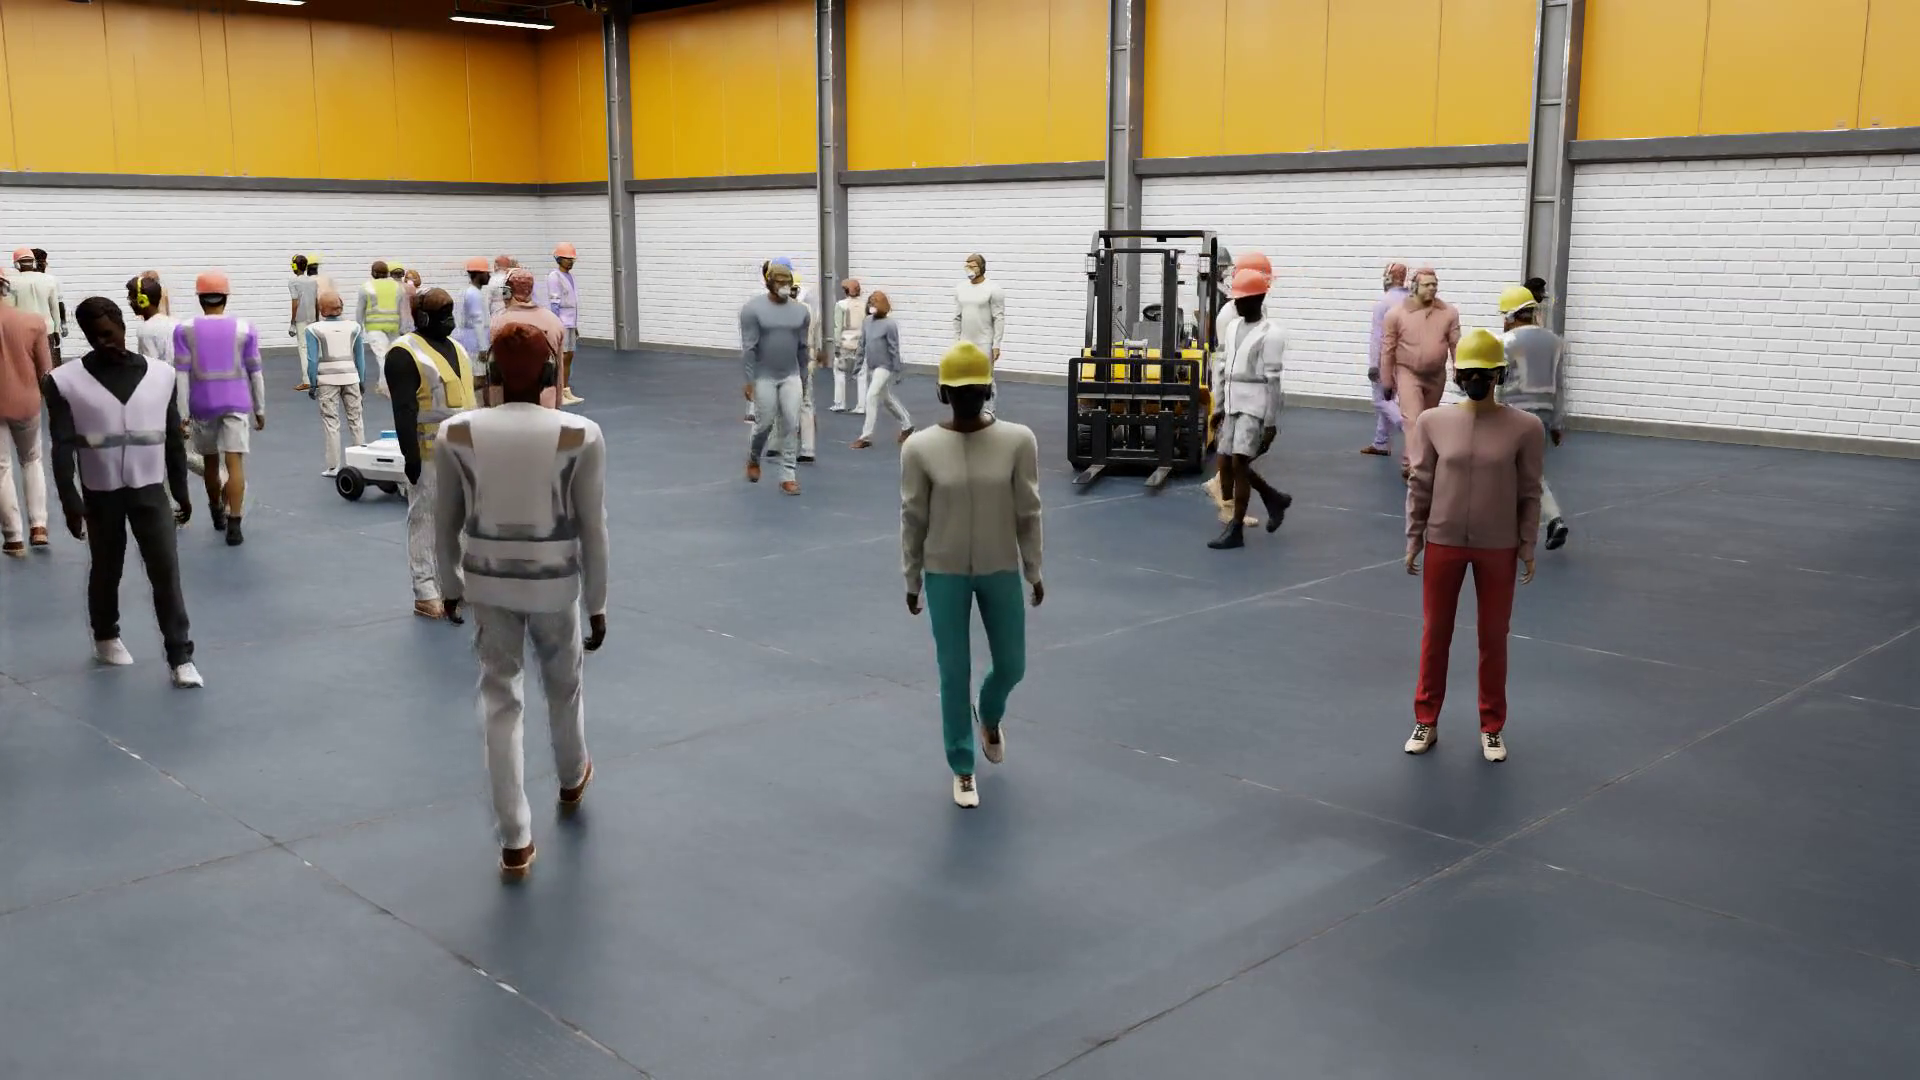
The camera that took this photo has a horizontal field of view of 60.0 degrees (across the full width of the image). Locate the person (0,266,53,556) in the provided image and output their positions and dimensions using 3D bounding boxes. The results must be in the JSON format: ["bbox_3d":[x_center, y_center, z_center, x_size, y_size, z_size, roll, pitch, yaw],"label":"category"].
[{"bbox_3d":[-6.399,-0.881,11.092,0.653,1.980,0.522,-9,13,-39],"label":"person"}]

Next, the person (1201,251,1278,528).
[{"bbox_3d":[2.035,-1.082,12.139,0.606,2.023,0.642,9,14,40],"label":"person"}]

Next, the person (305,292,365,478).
[{"bbox_3d":[-5.502,-1.366,14.697,0.514,1.636,0.315,-9,14,-40],"label":"person"}]

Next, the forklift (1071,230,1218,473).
[{"bbox_3d":[1.804,-1.825,15.677,1.214,2.155,2.313,2,11,13],"label":"forklift"}]

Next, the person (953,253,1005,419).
[{"bbox_3d":[0.192,-2.106,17.908,0.629,1.940,0.377,7,13,35],"label":"person"}]

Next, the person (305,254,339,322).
[{"bbox_3d":[-9.218,-3.173,23.937,1.020,1.874,0.586,7,12,33],"label":"person"}]

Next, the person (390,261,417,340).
[{"bbox_3d":[-8.032,-3.113,23.874,0.326,1.765,0.530,9,14,41],"label":"person"}]

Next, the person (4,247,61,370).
[{"bbox_3d":[-11.043,-2.480,19.816,0.392,1.986,0.609,9,14,42],"label":"person"}]

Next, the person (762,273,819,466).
[{"bbox_3d":[-1.614,-1.599,15.512,0.656,1.801,0.702,-8,13,-37],"label":"person"}]

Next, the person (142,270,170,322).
[{"bbox_3d":[-11.971,-3.229,24.911,0.685,1.622,0.526,4,11,19],"label":"person"}]

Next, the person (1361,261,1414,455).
[{"bbox_3d":[4.179,-1.717,15.935,0.657,1.883,0.702,-9,14,-41],"label":"person"}]

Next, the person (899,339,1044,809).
[{"bbox_3d":[0.040,0.111,6.310,0.551,1.750,0.470,-1,10,-6],"label":"person"}]

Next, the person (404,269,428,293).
[{"bbox_3d":[-8.025,-3.161,24.494,0.506,1.631,0.277,-2,11,-11],"label":"person"}]

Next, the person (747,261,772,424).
[{"bbox_3d":[-2.028,-2.214,18.749,0.868,1.835,0.530,1,10,7],"label":"person"}]

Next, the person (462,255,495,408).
[{"bbox_3d":[-5.320,-2.135,18.135,0.703,1.916,0.559,-2,11,-13],"label":"person"}]

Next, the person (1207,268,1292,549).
[{"bbox_3d":[2.021,-0.908,11.449,0.733,1.913,0.563,-5,12,-26],"label":"person"}]

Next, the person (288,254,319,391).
[{"bbox_3d":[-9.039,-2.991,22.926,0.310,1.868,0.532,5,11,24],"label":"person"}]

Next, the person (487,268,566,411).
[{"bbox_3d":[-3.009,-0.909,11.462,0.406,1.911,0.637,7,12,33],"label":"person"}]

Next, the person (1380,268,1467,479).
[{"bbox_3d":[3.926,-1.360,14.076,0.661,1.855,1.018,-2,11,-8],"label":"person"}]

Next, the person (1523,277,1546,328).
[{"bbox_3d":[6.013,-1.928,17.614,0.318,1.691,0.532,4,11,19],"label":"person"}]

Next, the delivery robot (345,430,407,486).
[{"bbox_3d":[-4.612,-0.642,13.445,0.707,0.478,0.477,5,12,26],"label":"delivery robot"}]

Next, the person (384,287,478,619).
[{"bbox_3d":[-2.928,-0.495,9.384,0.429,1.845,0.621,3,11,17],"label":"person"}]

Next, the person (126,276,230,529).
[{"bbox_3d":[-5.638,-0.977,12.007,0.685,1.848,0.553,0,10,2],"label":"person"}]

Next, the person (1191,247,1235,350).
[{"bbox_3d":[2.820,-2.201,18.146,0.665,2.000,0.696,6,12,31],"label":"person"}]

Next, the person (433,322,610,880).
[{"bbox_3d":[-1.507,0.165,5.788,0.600,1.833,0.965,-1,10,-7],"label":"person"}]

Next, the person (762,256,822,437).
[{"bbox_3d":[-1.780,-2.003,17.401,0.632,1.917,0.480,3,11,14],"label":"person"}]

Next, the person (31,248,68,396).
[{"bbox_3d":[-12.132,-2.869,22.006,0.600,1.960,0.374,-2,11,-9],"label":"person"}]

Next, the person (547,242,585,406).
[{"bbox_3d":[-4.934,-2.705,20.893,0.387,2.039,0.614,2,11,9],"label":"person"}]

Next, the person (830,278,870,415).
[{"bbox_3d":[-1.331,-2.314,19.890,0.548,1.614,0.637,-8,13,-36],"label":"person"}]

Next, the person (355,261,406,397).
[{"bbox_3d":[-7.655,-2.794,22.062,0.641,1.802,0.941,-10,14,-42],"label":"person"}]

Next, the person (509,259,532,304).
[{"bbox_3d":[-5.989,-2.963,22.915,0.673,1.808,0.625,0,10,-2],"label":"person"}]

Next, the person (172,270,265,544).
[{"bbox_3d":[-5.209,-0.947,11.740,0.571,1.878,1.008,-4,11,-22],"label":"person"}]

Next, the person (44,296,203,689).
[{"bbox_3d":[-4.032,-0.243,8.008,0.631,1.862,1.001,-10,14,-42],"label":"person"}]

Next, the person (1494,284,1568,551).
[{"bbox_3d":[3.748,-0.792,11.087,0.612,1.808,0.522,-5,12,-26],"label":"person"}]

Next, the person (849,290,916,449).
[{"bbox_3d":[-0.765,-1.737,16.856,0.855,1.589,0.490,-8,13,-36],"label":"person"}]

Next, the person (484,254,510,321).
[{"bbox_3d":[-6.241,-2.948,22.674,0.865,1.877,0.645,6,12,30],"label":"person"}]

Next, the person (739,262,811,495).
[{"bbox_3d":[-1.545,-1.343,13.803,0.626,1.918,0.665,-5,12,-27],"label":"person"}]

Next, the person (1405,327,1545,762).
[{"bbox_3d":[2.079,0.023,6.770,0.533,1.768,0.310,4,11,19],"label":"person"}]
